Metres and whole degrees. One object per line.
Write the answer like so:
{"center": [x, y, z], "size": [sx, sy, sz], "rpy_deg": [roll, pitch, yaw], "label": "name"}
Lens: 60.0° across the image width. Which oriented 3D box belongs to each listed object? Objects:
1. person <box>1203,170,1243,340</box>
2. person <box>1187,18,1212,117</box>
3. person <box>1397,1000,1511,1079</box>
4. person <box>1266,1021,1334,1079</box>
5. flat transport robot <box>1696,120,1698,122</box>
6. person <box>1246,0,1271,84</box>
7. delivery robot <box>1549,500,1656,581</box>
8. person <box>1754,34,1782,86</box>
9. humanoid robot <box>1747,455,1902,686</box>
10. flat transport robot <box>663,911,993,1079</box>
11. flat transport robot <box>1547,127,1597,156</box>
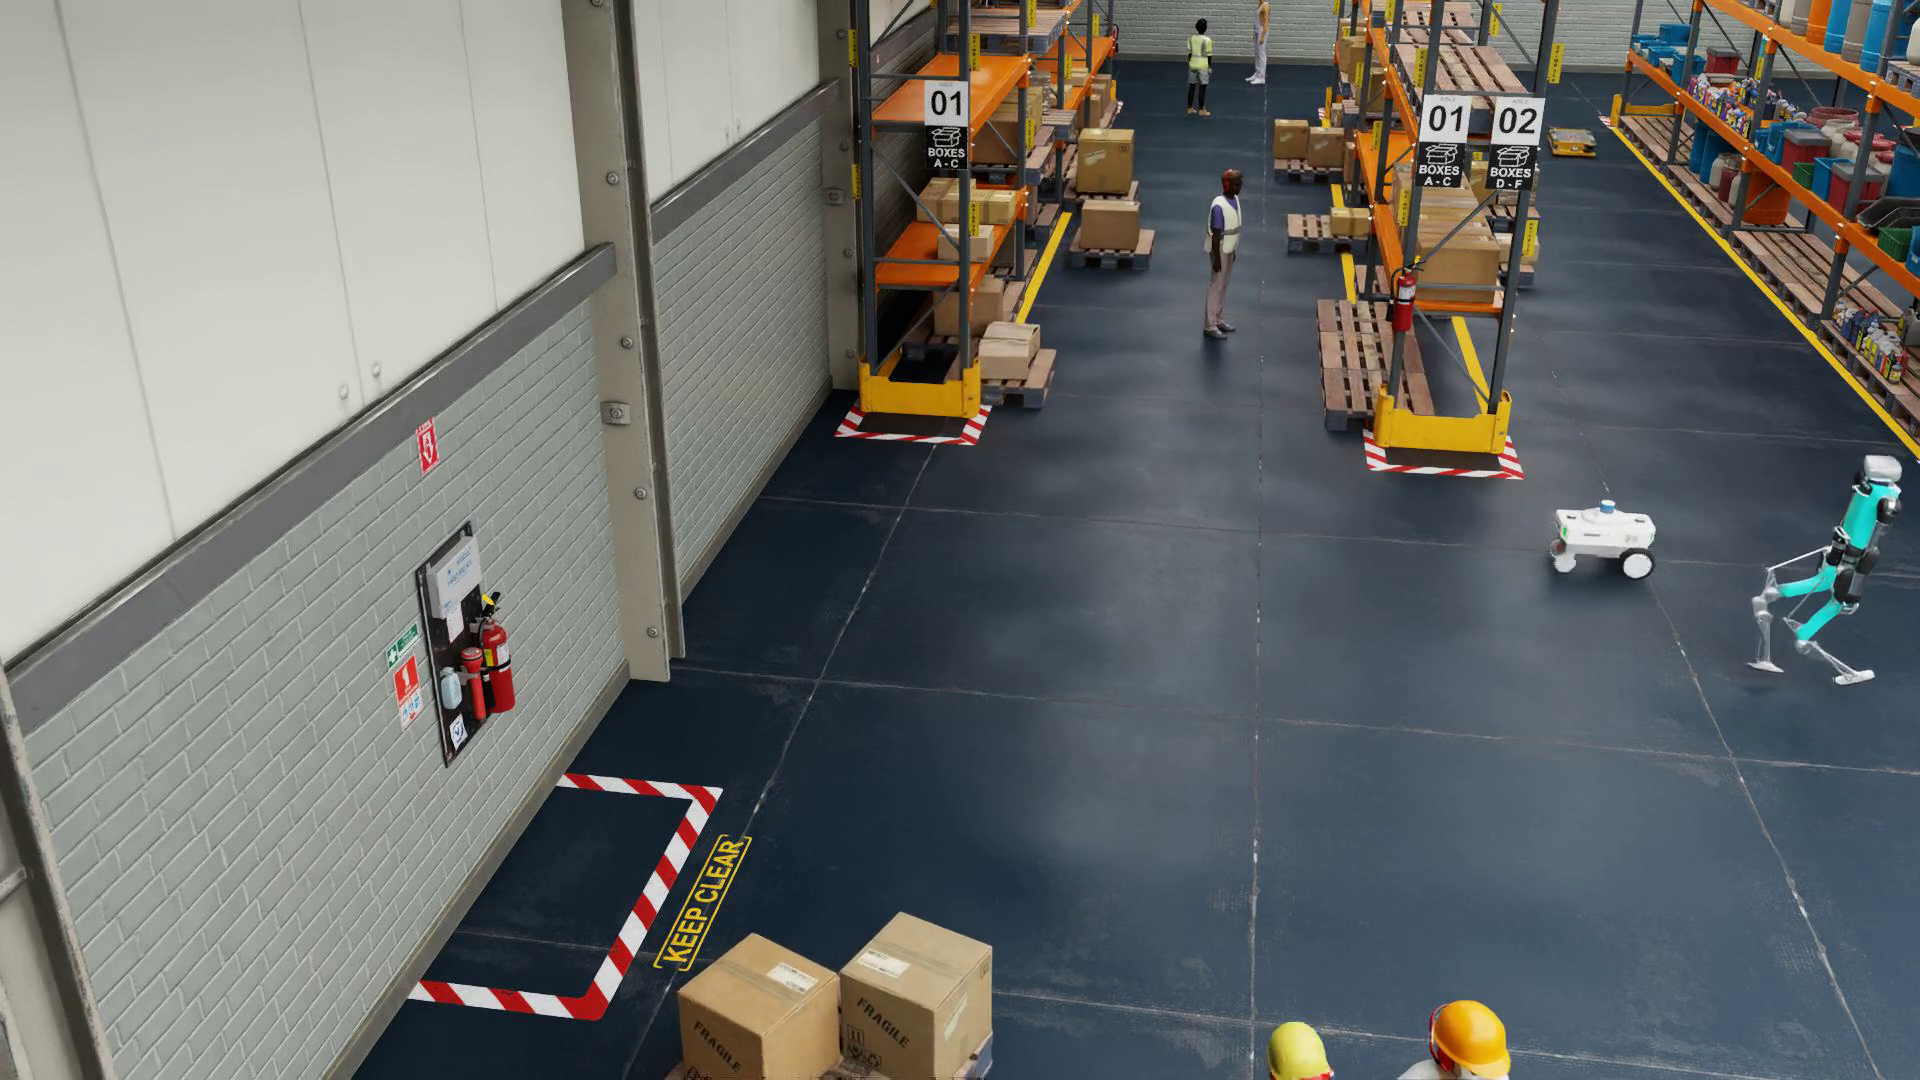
{"center": [2.873, -3.147, 18.231], "size": [0.373, 1.843, 0.568], "rpy_deg": [12, 28, 24], "label": "person"}
{"center": [4.289, -8.449, 29.748], "size": [0.318, 1.699, 0.534], "rpy_deg": [-22, 33, -39], "label": "person"}
{"center": [1.765, 2.468, 6.170], "size": [0.570, 1.889, 0.383], "rpy_deg": [-7, 26, -14], "label": "person"}
{"center": [1.259, 2.513, 6.238], "size": [0.560, 1.733, 0.672], "rpy_deg": [7, 26, 15], "label": "person"}
{"center": [13.154, -7.109, 28.574], "size": [0.659, 0.231, 1.431], "rpy_deg": [5, 25, 10], "label": "flat transport robot"}
{"center": [5.890, -9.966, 32.804], "size": [0.373, 1.864, 0.516], "rpy_deg": [-2, 25, -5], "label": "person"}
{"center": [5.068, -0.013, 13.067], "size": [0.812, 0.611, 0.499], "rpy_deg": [3, 25, 7], "label": "delivery robot"}
{"center": [15.854, -9.796, 32.557], "size": [0.312, 1.768, 0.525], "rpy_deg": [-19, 31, -35], "label": "person"}
{"center": [5.723, 0.252, 11.122], "size": [1.035, 1.749, 0.553], "rpy_deg": [3, 25, 6], "label": "humanoid robot"}
{"center": [-0.611, 2.650, 7.685], "size": [0.659, 0.231, 1.431], "rpy_deg": [12, 27, 23], "label": "flat transport robot"}
{"center": [10.060, -6.543, 27.362], "size": [0.659, 0.231, 1.431], "rpy_deg": [6, 26, 13], "label": "flat transport robot"}
